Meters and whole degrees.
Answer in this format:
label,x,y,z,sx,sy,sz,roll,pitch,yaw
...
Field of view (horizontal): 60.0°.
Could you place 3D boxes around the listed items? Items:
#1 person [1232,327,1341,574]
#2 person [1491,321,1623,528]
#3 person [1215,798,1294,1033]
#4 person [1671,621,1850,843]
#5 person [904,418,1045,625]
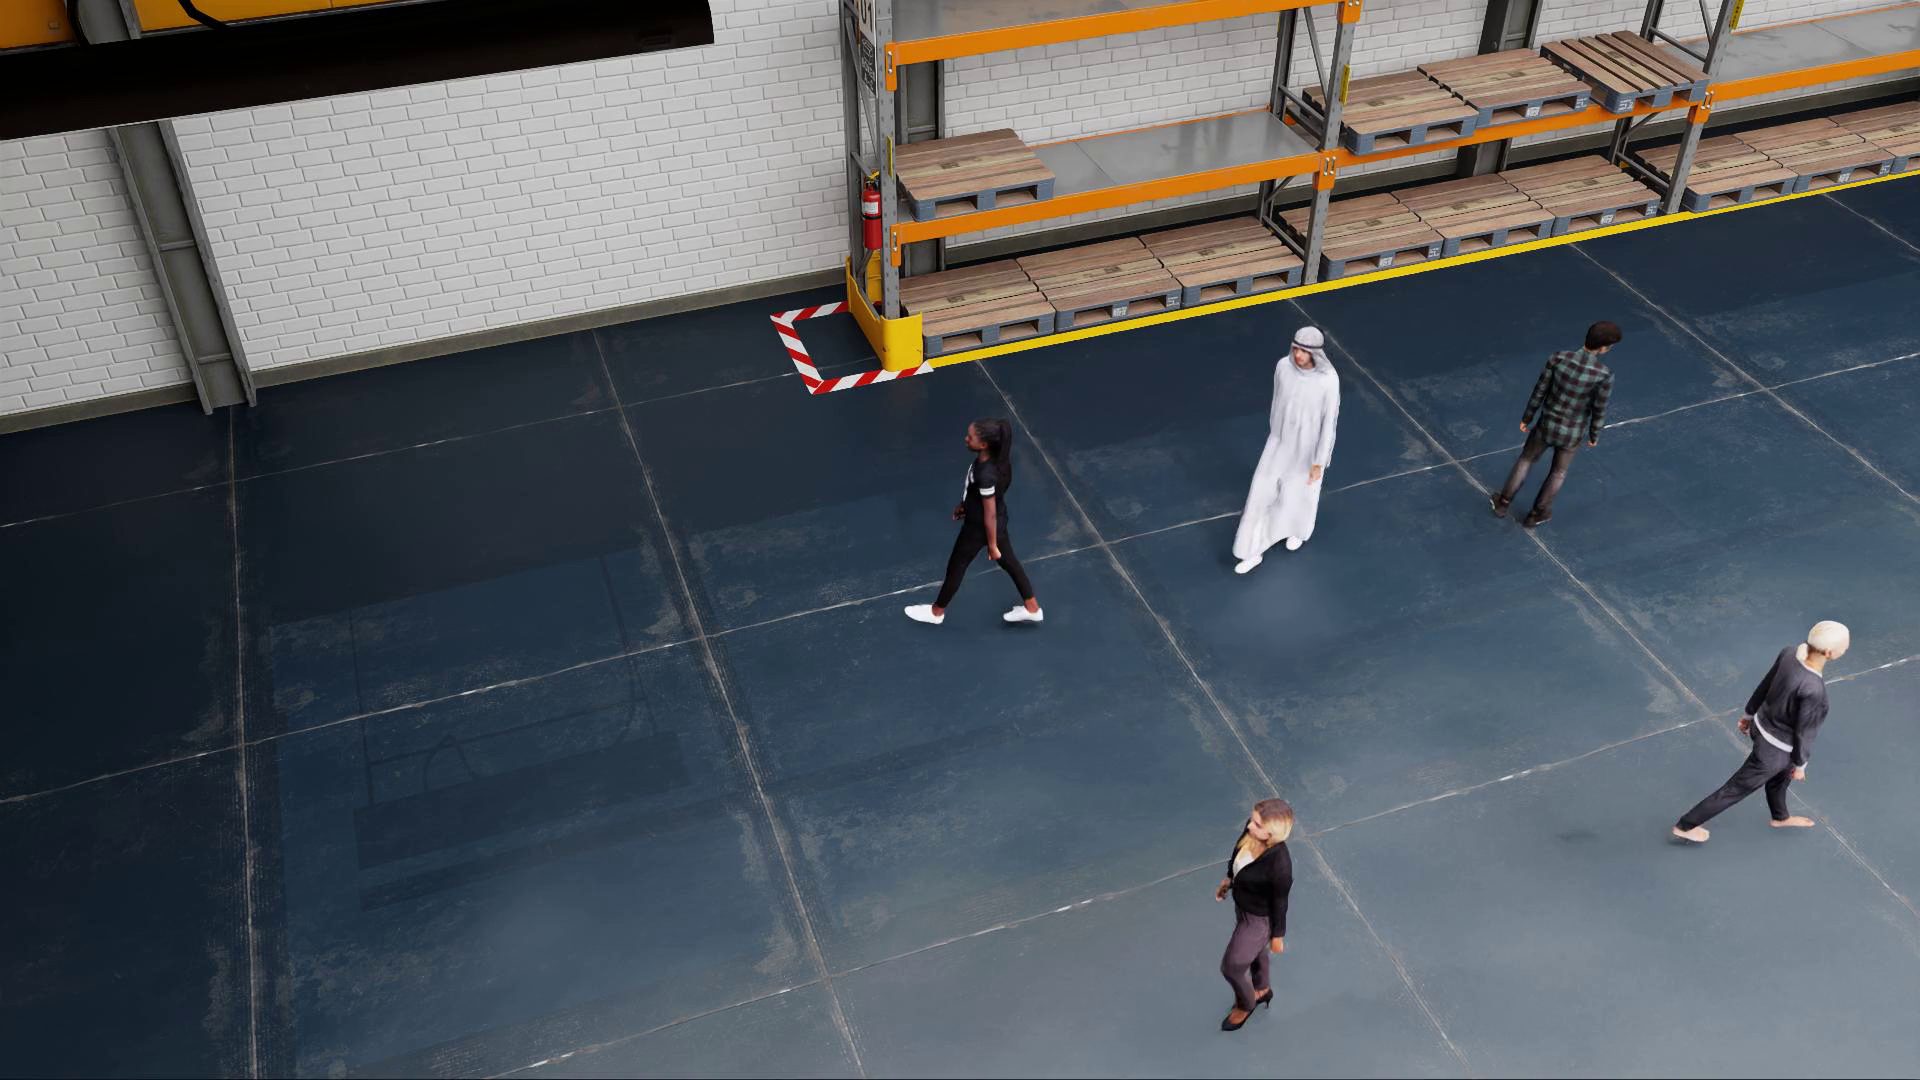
label,x,y,z,sx,sy,sz,roll,pitch,yaw
person,2.413,-0.708,11.611,1.089,1.895,1.231,21,43,25
person,4.275,-0.806,11.909,0.882,1.680,0.880,11,40,14
person,1.608,1.902,8.529,0.648,1.662,0.652,-5,39,-6
person,4.560,1.138,9.474,1.197,1.676,0.925,1,39,2
person,0.251,-0.077,10.992,1.255,1.680,0.994,5,39,6
